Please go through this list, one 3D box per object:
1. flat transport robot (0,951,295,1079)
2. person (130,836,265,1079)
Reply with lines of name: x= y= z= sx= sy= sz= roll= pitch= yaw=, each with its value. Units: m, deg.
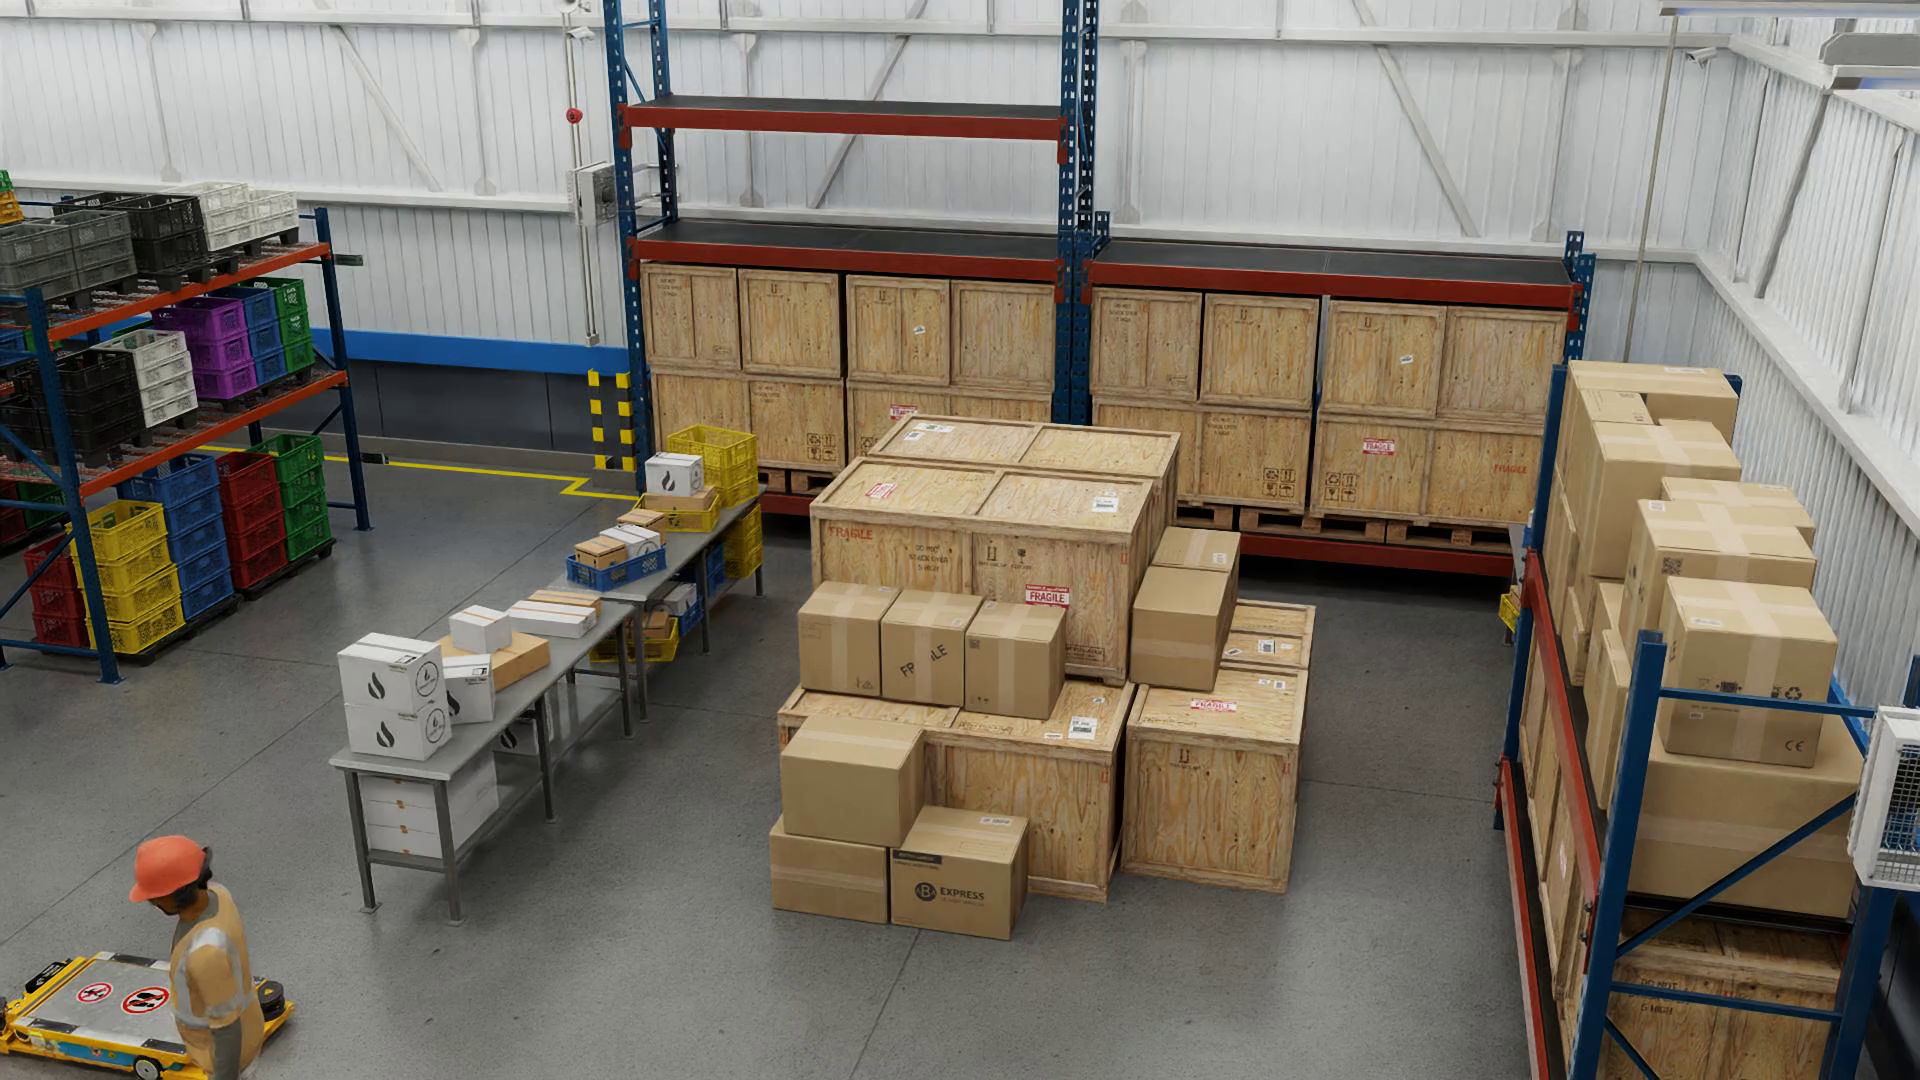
flat transport robot: x=-4.270 y=2.464 z=8.601 sx=1.431 sy=0.231 sz=0.659 roll=5 pitch=22 yaw=13
person: x=-3.137 y=2.130 z=7.007 sx=0.396 sy=2.033 sz=0.604 roll=-9 pitch=23 yaw=-22
